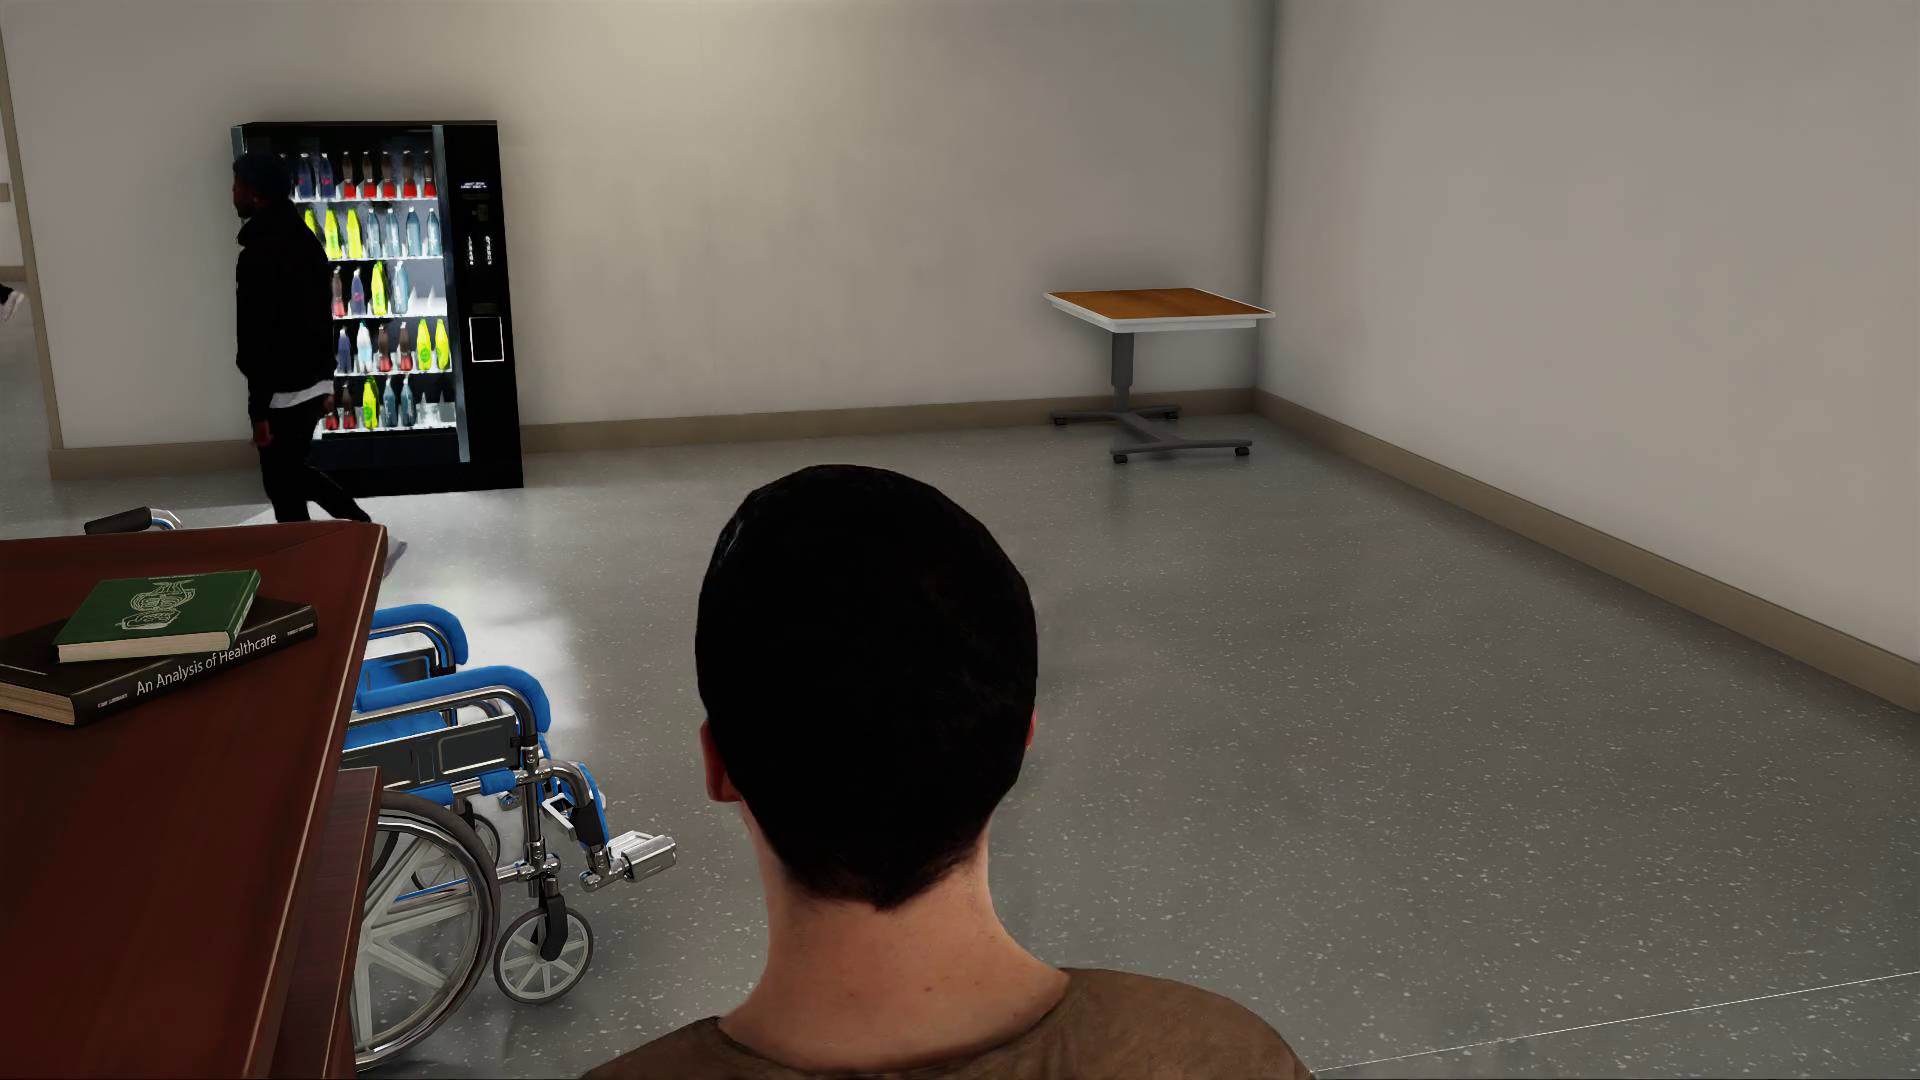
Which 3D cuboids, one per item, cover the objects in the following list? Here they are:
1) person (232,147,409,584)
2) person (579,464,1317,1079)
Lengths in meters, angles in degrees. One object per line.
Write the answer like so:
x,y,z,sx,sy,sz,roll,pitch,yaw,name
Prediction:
-2.475,-0.571,6.356,0.945,1.809,0.830,1,16,5,person
0.015,0.913,1.028,1.154,1.844,0.824,-2,16,-7,person
